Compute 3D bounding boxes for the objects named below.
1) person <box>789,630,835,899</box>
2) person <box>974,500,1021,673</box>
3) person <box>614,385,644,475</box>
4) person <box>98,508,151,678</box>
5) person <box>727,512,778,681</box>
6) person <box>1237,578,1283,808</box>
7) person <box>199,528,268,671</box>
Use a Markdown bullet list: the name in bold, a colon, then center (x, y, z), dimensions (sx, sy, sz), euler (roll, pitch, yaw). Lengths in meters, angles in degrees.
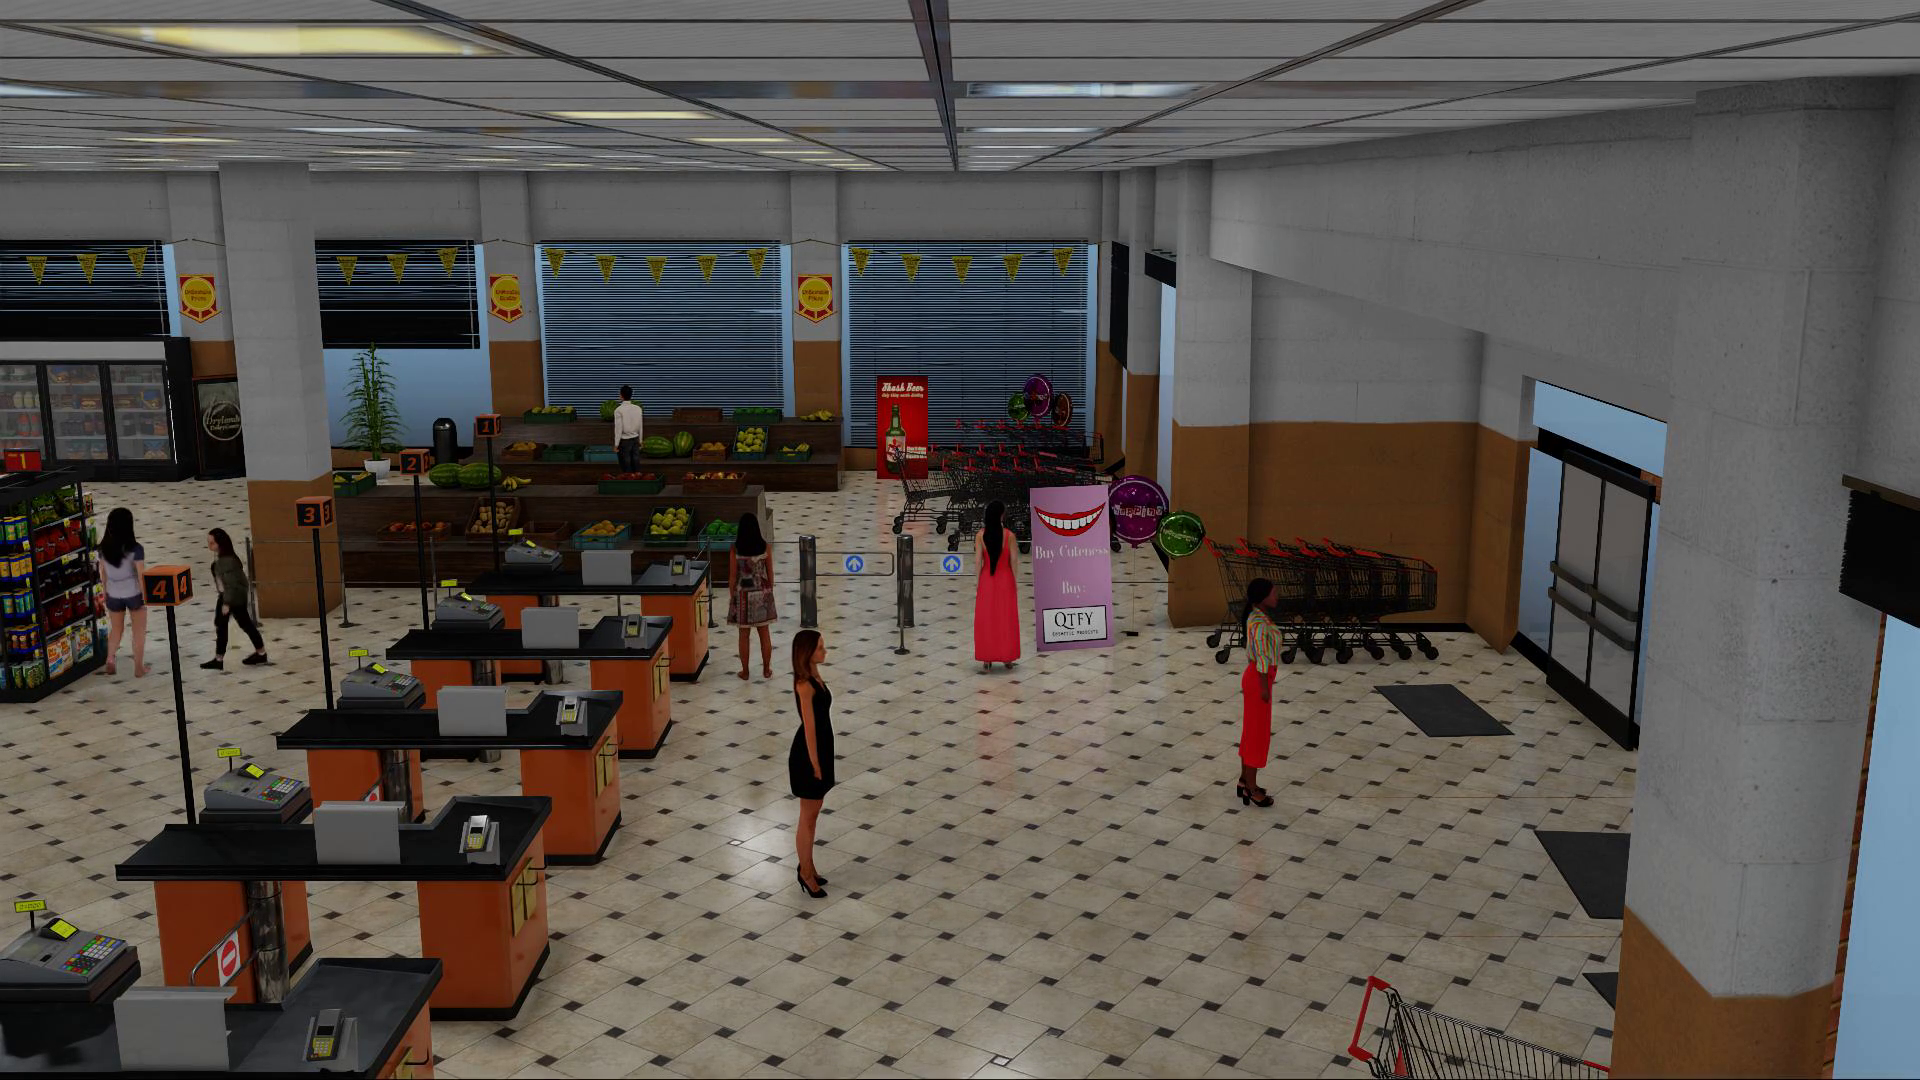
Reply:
- **person**: center (-1.000, 1.497, 11.209), dimensions (0.506, 1.835, 0.570), euler (0, 12, 0)
- **person**: center (0.362, 0.450, 16.442), dimensions (0.525, 1.727, 0.687), euler (1, 12, 5)
- **person**: center (-5.024, -1.439, 25.214), dimensions (0.778, 1.809, 0.728), euler (11, 16, 42)
- **person**: center (-8.112, 0.548, 16.067), dimensions (0.718, 1.690, 0.660), euler (0, 12, -1)
- **person**: center (-2.036, 0.540, 16.218), dimensions (0.580, 1.645, 0.769), euler (-4, 12, -18)
- **person**: center (2.306, 1.165, 12.889), dimensions (0.511, 1.793, 0.587), euler (0, 12, 0)
- **person**: center (-7.170, 0.582, 16.531), dimensions (0.971, 1.434, 0.922), euler (-9, 15, -38)
